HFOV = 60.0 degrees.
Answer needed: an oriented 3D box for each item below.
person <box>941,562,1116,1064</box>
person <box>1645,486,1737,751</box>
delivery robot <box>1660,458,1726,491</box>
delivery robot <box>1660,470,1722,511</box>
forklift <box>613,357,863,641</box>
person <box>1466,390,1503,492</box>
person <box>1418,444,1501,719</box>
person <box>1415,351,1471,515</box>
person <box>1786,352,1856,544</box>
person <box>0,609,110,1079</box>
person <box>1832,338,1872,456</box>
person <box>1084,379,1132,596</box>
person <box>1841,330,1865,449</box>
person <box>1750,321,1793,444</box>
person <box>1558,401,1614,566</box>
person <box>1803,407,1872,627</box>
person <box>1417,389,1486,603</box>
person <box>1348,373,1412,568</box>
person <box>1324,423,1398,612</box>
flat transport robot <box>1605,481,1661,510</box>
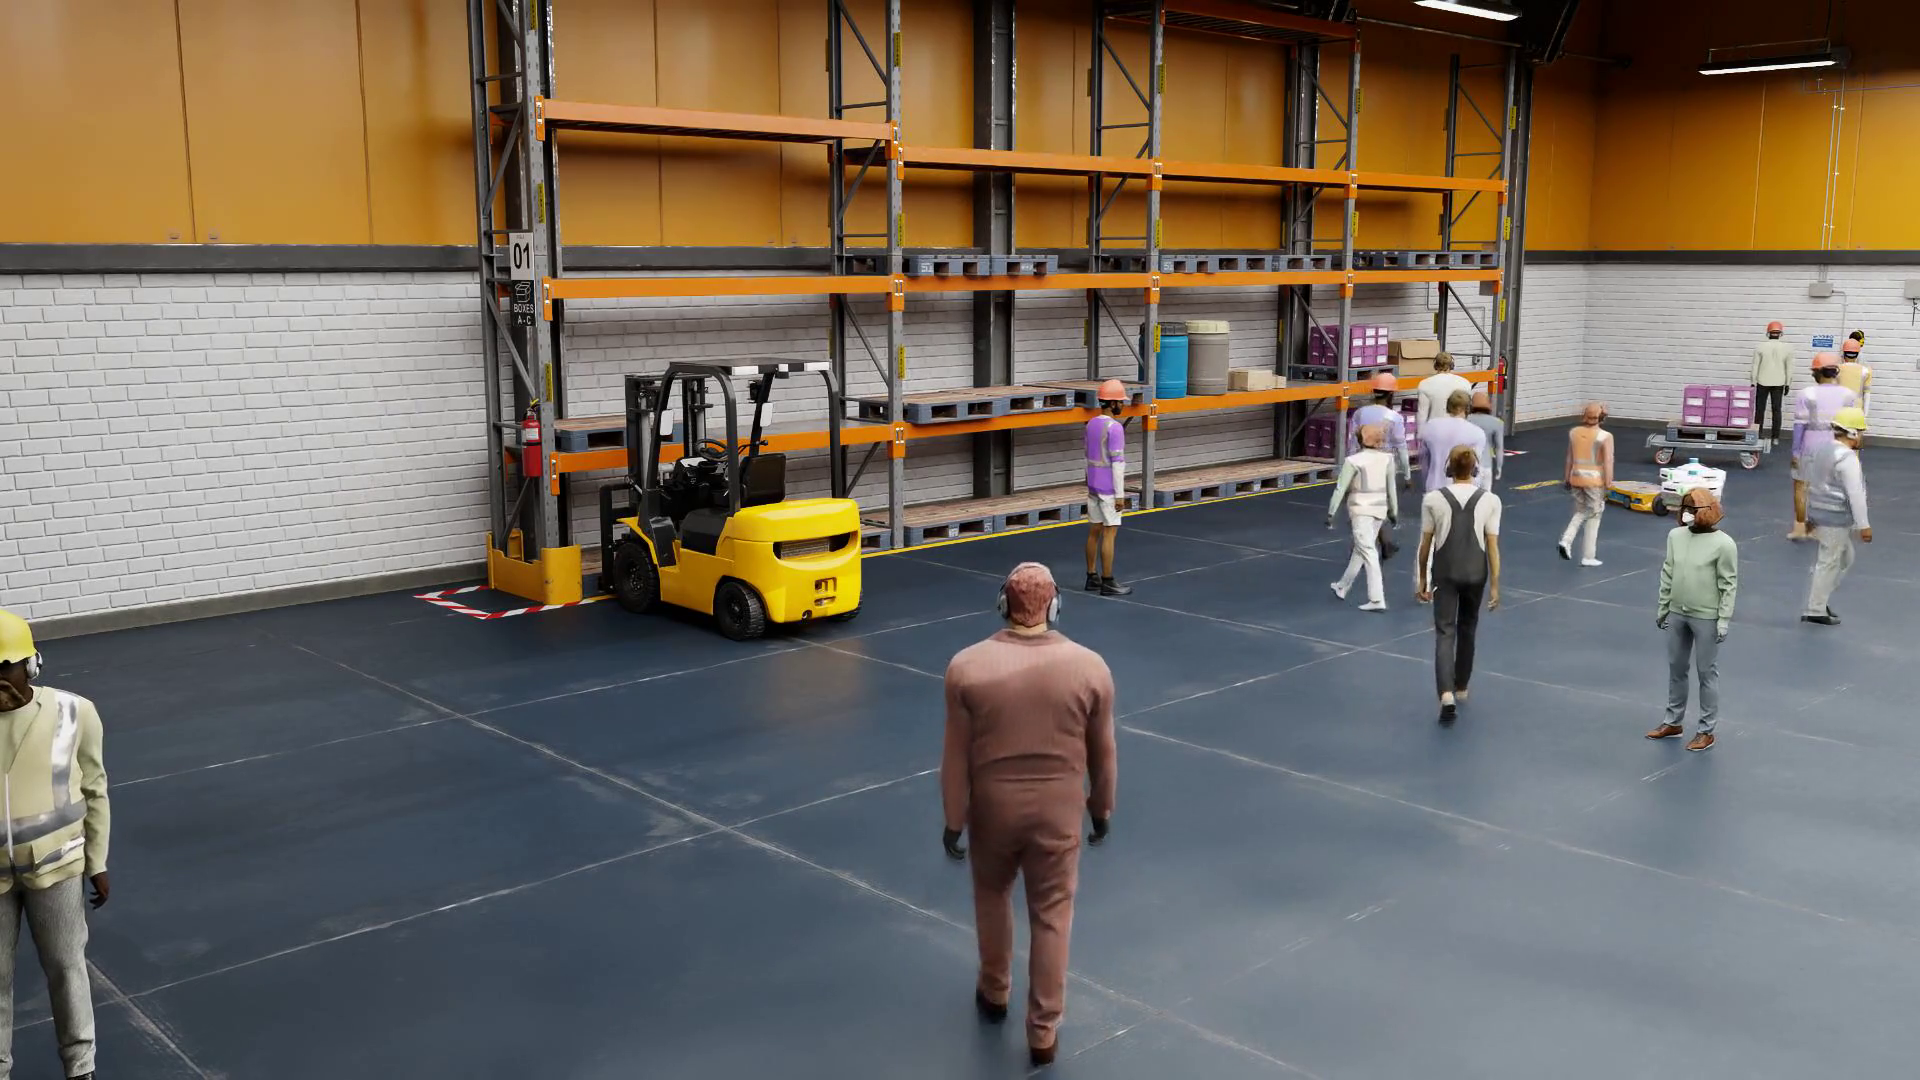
[{"bbox_3d":[0.263,1.006,6.461,0.669,1.878,0.796,0,10,1],"label":"person"},{"bbox_3d":[4.530,0.478,10.272,0.268,1.632,0.507,-5,11,-27],"label":"person"},{"bbox_3d":[8.995,-0.762,20.409,0.707,0.478,0.477,0,10,0],"label":"delivery robot"},{"bbox_3d":[8.497,-0.575,19.317,0.707,0.478,0.477,-5,11,-26],"label":"delivery robot"},{"bbox_3d":[-1.847,-0.414,13.852,1.214,2.155,2.313,-9,13,-42],"label":"forklift"},{"bbox_3d":[5.487,-0.782,17.681,0.523,1.615,0.362,3,10,18],"label":"person"},{"bbox_3d":[3.305,0.273,11.023,0.510,1.803,0.927,2,10,12],"label":"person"},{"bbox_3d":[5.613,-1.228,19.378,0.627,1.936,0.374,0,10,0],"label":"person"},{"bbox_3d":[9.070,-0.965,17.536,0.633,2.037,0.413,1,10,5],"label":"person"},{"bbox_3d":[-3.289,1.140,5.812,0.586,1.833,0.403,-5,11,-25],"label":"person"},{"bbox_3d":[11.857,-1.723,22.265,0.552,1.937,0.356,2,10,13],"label":"person"},{"bbox_3d":[1.330,-0.473,14.949,0.379,1.938,0.547,-5,11,-25],"label":"person"},{"bbox_3d":[14.070,-2.362,26.194,0.323,1.876,0.530,-2,10,-10],"label":"person"},{"bbox_3d":[13.101,-2.534,26.896,0.635,1.988,0.407,2,10,9],"label":"person"},{"bbox_3d":[6.141,-0.541,16.251,0.394,1.623,0.540,-6,11,-30],"label":"person"},{"bbox_3d":[7.173,-0.179,13.593,0.469,1.810,0.610,2,10,10],"label":"person"},{"bbox_3d":[4.325,-0.390,14.668,0.653,1.878,1.061,9,13,43],"label":"person"},{"bbox_3d":[4.176,-0.686,16.311,0.941,1.892,0.576,-8,12,-38],"label":"person"},{"bbox_3d":[3.450,-0.208,14.375,0.624,1.584,0.847,-5,11,-26],"label":"person"},{"bbox_3d":[8.287,-0.552,20.283,0.652,0.197,1.431,-1,10,-6],"label":"flat transport robot"}]
